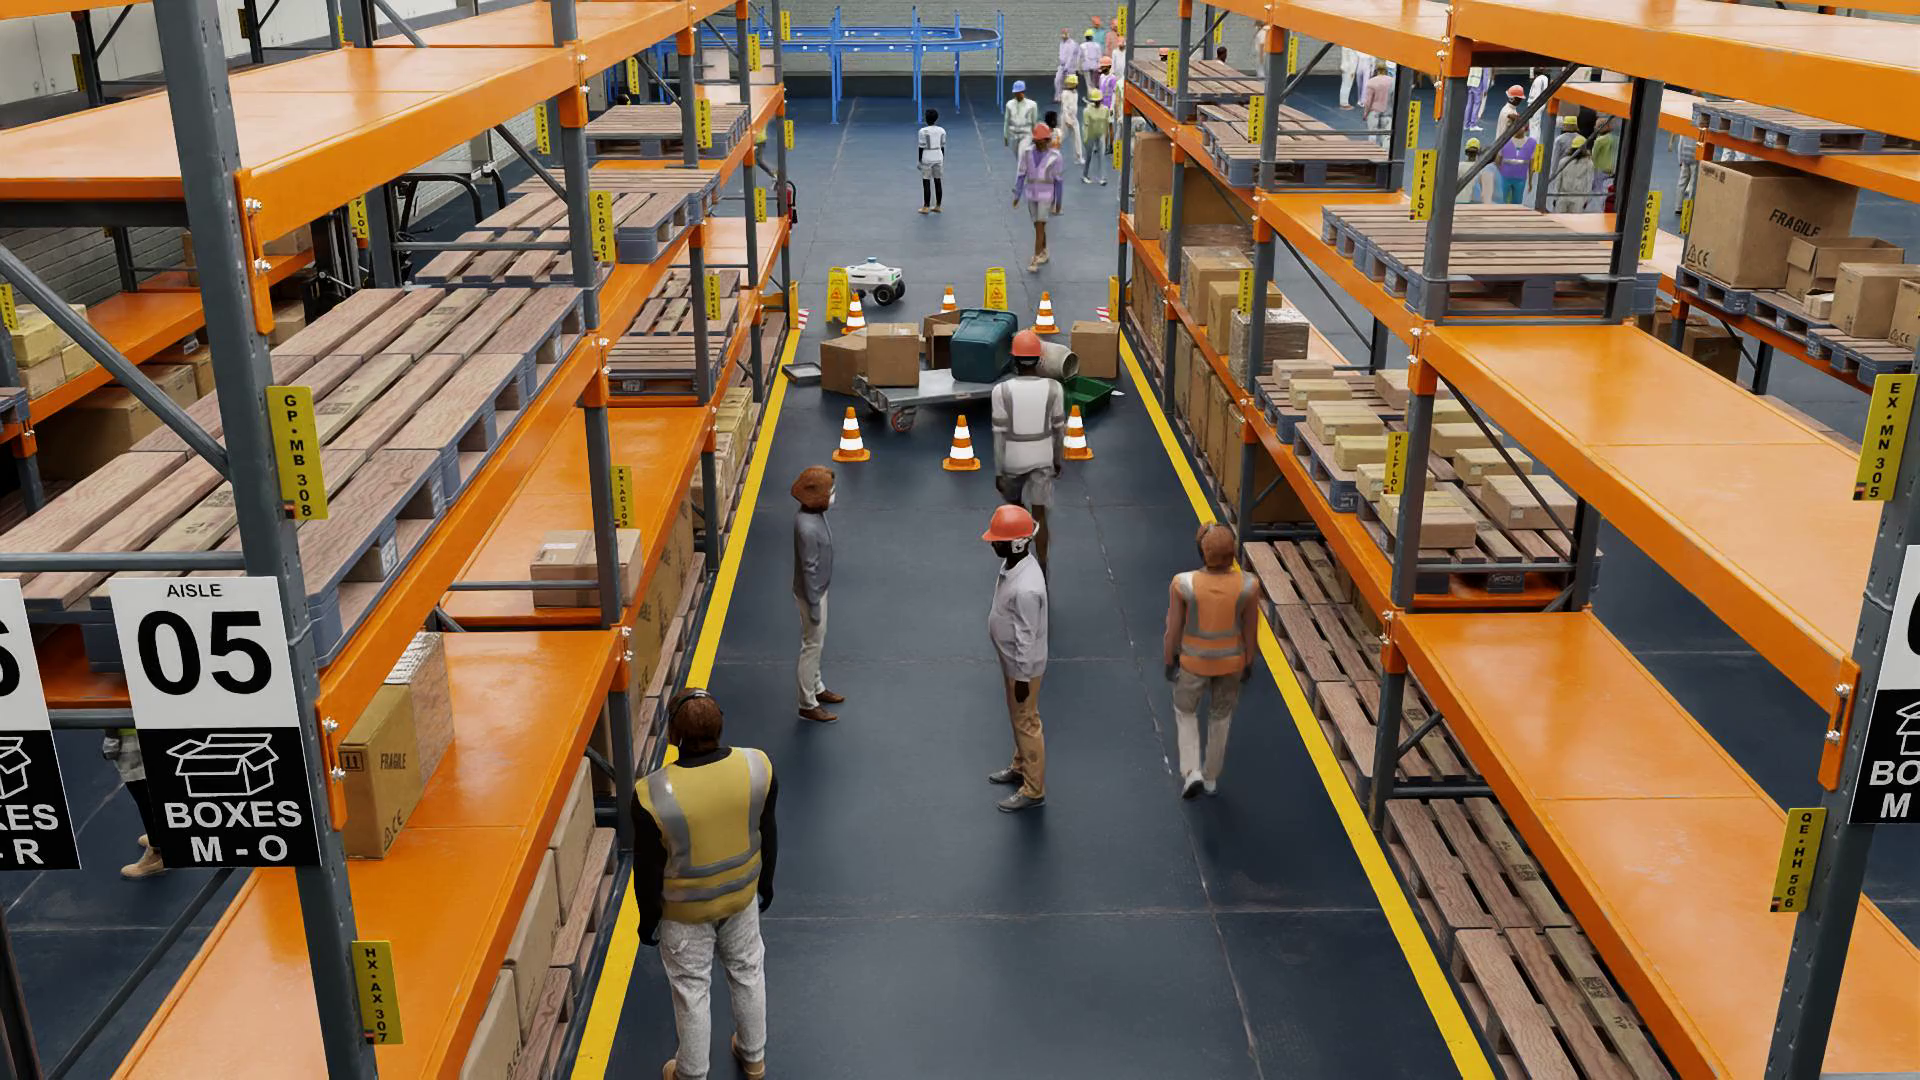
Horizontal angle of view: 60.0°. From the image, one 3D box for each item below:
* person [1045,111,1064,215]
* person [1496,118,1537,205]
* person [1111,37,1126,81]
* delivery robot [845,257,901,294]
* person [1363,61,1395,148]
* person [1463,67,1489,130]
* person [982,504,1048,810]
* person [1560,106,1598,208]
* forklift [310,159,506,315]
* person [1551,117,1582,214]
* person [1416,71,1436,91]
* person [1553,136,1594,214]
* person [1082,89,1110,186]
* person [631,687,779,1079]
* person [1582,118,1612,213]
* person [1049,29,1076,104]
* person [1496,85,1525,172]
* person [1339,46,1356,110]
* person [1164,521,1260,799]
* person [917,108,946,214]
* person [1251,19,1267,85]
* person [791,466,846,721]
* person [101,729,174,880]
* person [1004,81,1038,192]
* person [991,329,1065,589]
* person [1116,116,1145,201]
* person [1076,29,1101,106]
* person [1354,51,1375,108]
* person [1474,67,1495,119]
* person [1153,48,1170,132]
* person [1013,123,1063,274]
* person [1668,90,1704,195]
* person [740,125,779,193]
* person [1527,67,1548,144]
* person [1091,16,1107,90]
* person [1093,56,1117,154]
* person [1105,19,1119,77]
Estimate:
[{"bbox_3d":[1.481,-6.082,26.936,0.425,1.682,0.568,18,27,39],"label":"person"},{"bbox_3d":[8.281,-5.394,24.879,0.563,1.847,0.392,4,21,11],"label":"person"},{"bbox_3d":[4.123,-11.953,42.423,0.568,1.702,0.904,7,22,18],"label":"person"},{"bbox_3d":[-1.122,-3.343,21.126,0.707,0.478,0.477,6,22,15],"label":"delivery robot"},{"bbox_3d":[8.249,-8.435,32.801,0.627,1.933,0.371,-4,21,-11],"label":"person"},{"bbox_3d":[11.678,-10.229,37.585,0.392,1.908,0.595,-10,23,-24],"label":"person"},{"bbox_3d":[0.295,0.629,9.109,0.353,1.743,0.560,-3,21,-7],"label":"person"},{"bbox_3d":[10.283,-6.518,27.664,0.409,1.981,0.612,-19,28,-41],"label":"person"},{"bbox_3d":[-5.622,-2.910,17.832,2.313,2.155,1.214,-1,21,-1],"label":"forklift"},{"bbox_3d":[9.512,-5.807,26.133,0.482,1.734,0.333,-1,21,-3],"label":"person"},{"bbox_3d":[13.007,-13.365,45.921,0.559,1.861,0.980,-11,23,-27],"label":"person"},{"bbox_3d":[8.722,-4.887,23.690,0.500,1.730,0.456,11,24,28],"label":"person"},{"bbox_3d":[2.453,-7.252,29.975,0.551,1.713,0.926,-6,21,-15],"label":"person"},{"bbox_3d":[-1.039,1.449,6.801,0.632,1.843,0.429,-13,24,-31],"label":"person"},{"bbox_3d":[10.128,-5.939,26.652,0.801,1.593,0.526,16,26,37],"label":"person"},{"bbox_3d":[2.637,-12.136,42.659,0.821,1.865,0.638,-15,25,-34],"label":"person"},{"bbox_3d":[9.219,-6.638,27.992,0.411,1.979,0.625,9,23,24],"label":"person"},{"bbox_3d":[9.702,-11.760,41.626,0.344,1.922,0.690,-4,21,-11],"label":"person"},{"bbox_3d":[1.376,0.692,9.113,0.516,1.626,0.443,0,21,0],"label":"person"},{"bbox_3d":[-0.462,-6.197,27.225,0.535,1.689,0.320,-16,26,-36],"label":"person"},{"bbox_3d":[8.300,-13.370,45.694,0.618,2.000,0.687,12,24,28],"label":"person"},{"bbox_3d":[-0.869,0.321,10.085,0.296,1.622,0.511,0,21,1],"label":"person"},{"bbox_3d":[-4.216,0.902,8.445,0.318,1.700,0.536,-2,21,-7],"label":"person"},{"bbox_3d":[1.088,-7.223,29.662,0.615,1.897,1.021,9,22,22],"label":"person"},{"bbox_3d":[0.496,-0.583,12.116,0.551,1.897,1.000,-2,21,-6],"label":"person"},{"bbox_3d":[2.908,-6.672,28.420,0.489,1.732,0.325,2,21,4],"label":"person"},{"bbox_3d":[3.285,-12.071,42.493,0.593,1.871,0.992,-7,22,-18],"label":"person"},{"bbox_3d":[10.270,-11.920,42.293,0.529,1.730,0.859,9,22,22],"label":"person"},{"bbox_3d":[12.507,-11.007,39.712,0.509,1.857,0.425,9,22,21],"label":"person"},{"bbox_3d":[4.436,-9.806,36.415,0.544,1.939,0.354,16,26,36],"label":"person"},{"bbox_3d":[1.097,-4.738,22.949,0.620,1.998,0.975,12,24,28],"label":"person"},{"bbox_3d":[12.793,-6.985,29.191,0.641,1.773,0.988,1,21,2],"label":"person"},{"bbox_3d":[-3.512,-7.033,29.141,0.682,1.903,0.619,8,22,21],"label":"person"},{"bbox_3d":[11.618,-8.702,33.571,0.345,1.882,0.584,12,24,29],"label":"person"},{"bbox_3d":[3.795,-13.472,46.062,0.618,1.967,0.609,-4,21,-11],"label":"person"},{"bbox_3d":[2.969,-8.851,33.892,0.378,1.938,0.547,-11,23,-26],"label":"person"},{"bbox_3d":[4.137,-12.989,44.749,0.623,1.992,0.396,-19,28,-41],"label":"person"}]
